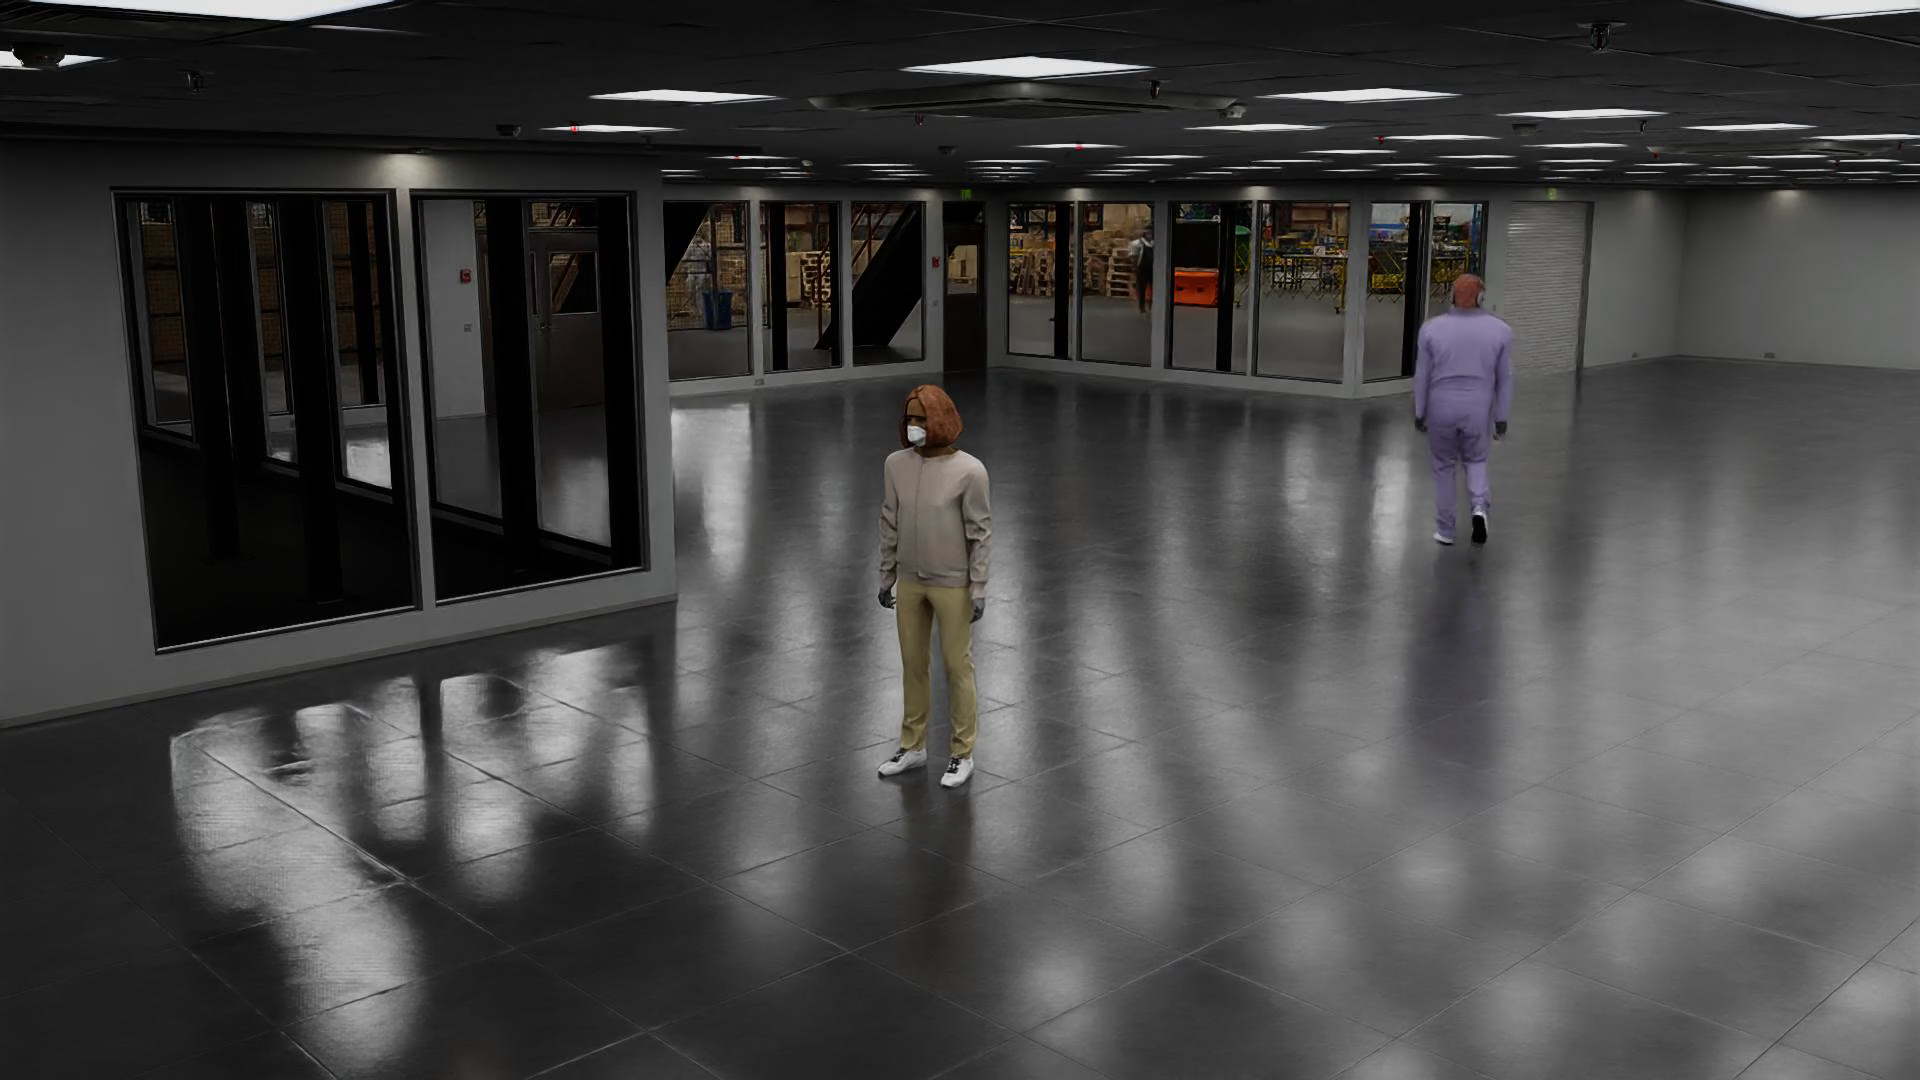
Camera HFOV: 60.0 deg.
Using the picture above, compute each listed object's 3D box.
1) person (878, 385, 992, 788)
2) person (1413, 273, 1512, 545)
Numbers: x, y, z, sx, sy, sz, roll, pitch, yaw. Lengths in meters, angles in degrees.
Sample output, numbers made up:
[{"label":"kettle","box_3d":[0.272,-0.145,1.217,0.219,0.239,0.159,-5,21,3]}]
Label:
[{"label":"person","box_3d":[-0.110,0.185,6.725,0.505,1.632,0.269,7,13,31]},{"label":"person","box_3d":[3.444,-0.883,11.453,0.641,1.888,0.482,2,11,9]}]
